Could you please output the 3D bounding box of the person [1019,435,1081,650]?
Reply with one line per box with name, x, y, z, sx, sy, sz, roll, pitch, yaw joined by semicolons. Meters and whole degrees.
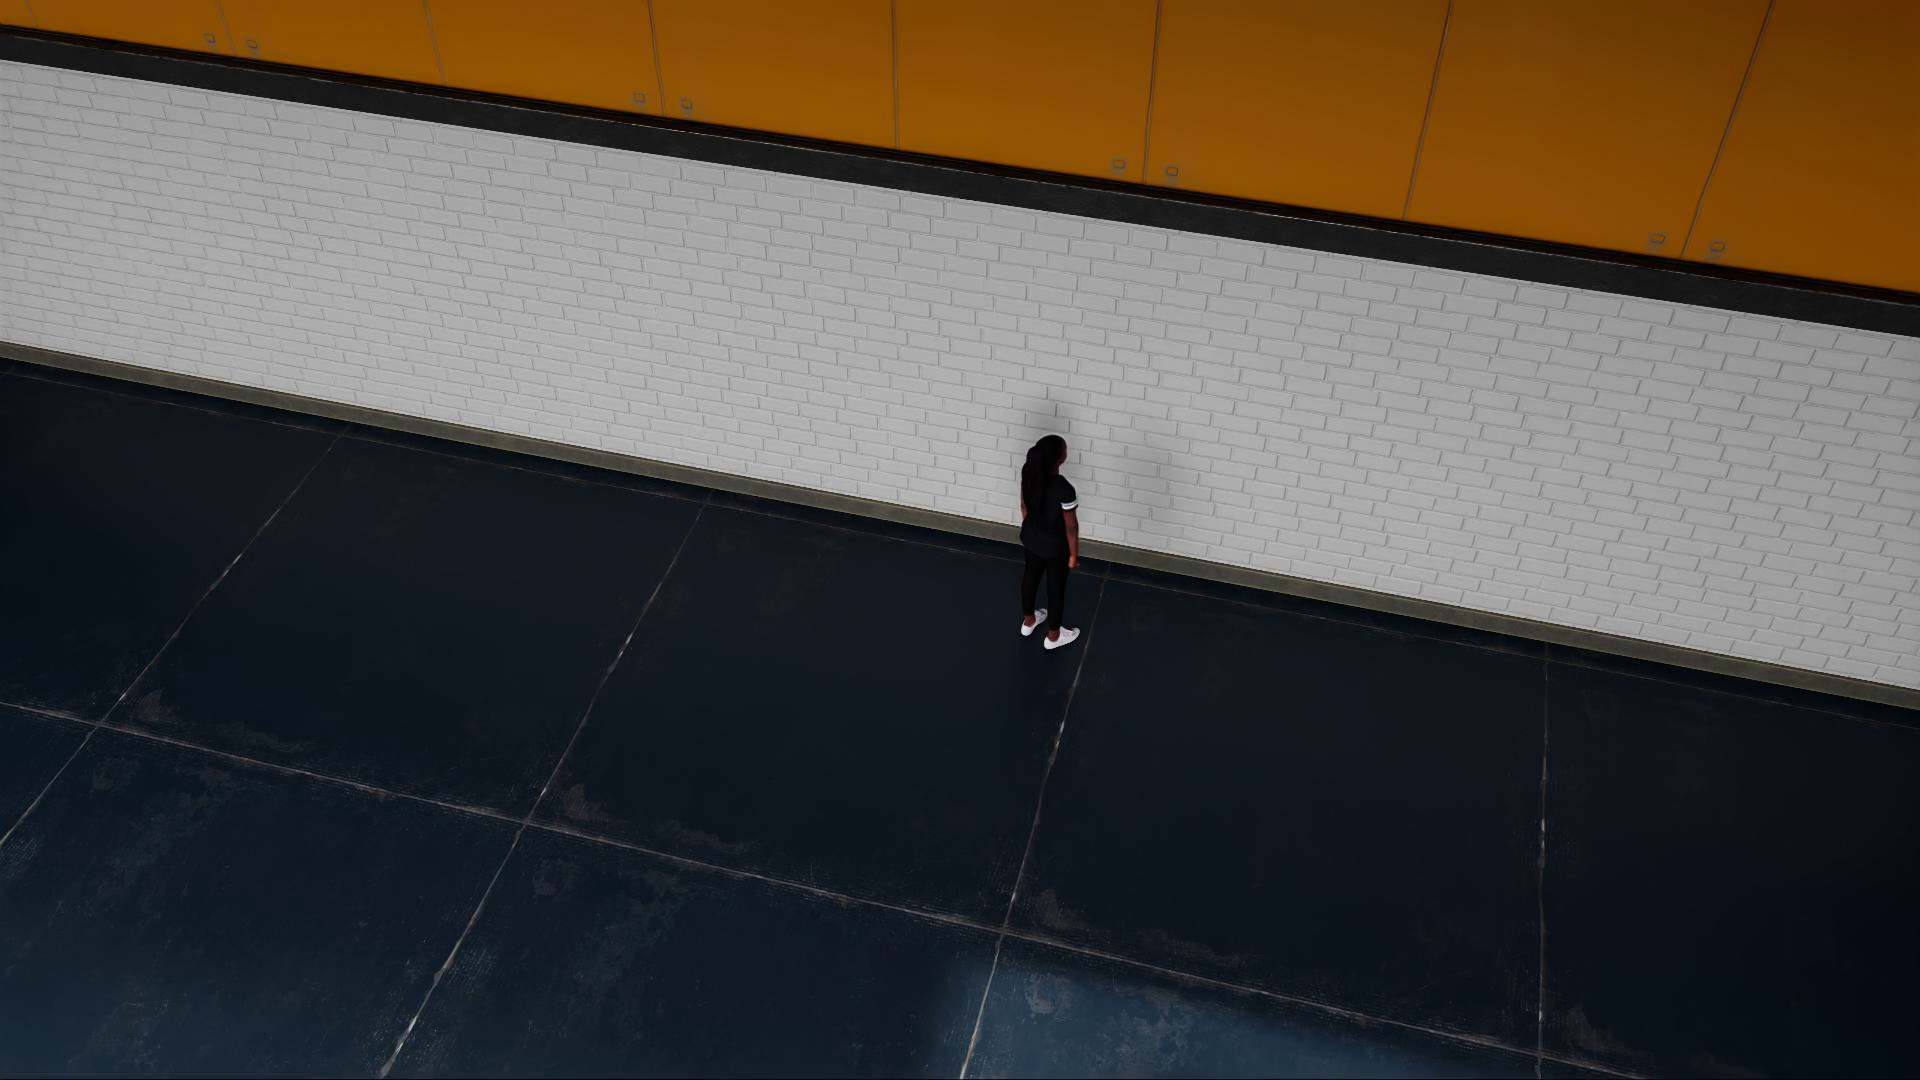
person;0.568;0.002;10.698;0.709;1.729;0.733;34;53;30
